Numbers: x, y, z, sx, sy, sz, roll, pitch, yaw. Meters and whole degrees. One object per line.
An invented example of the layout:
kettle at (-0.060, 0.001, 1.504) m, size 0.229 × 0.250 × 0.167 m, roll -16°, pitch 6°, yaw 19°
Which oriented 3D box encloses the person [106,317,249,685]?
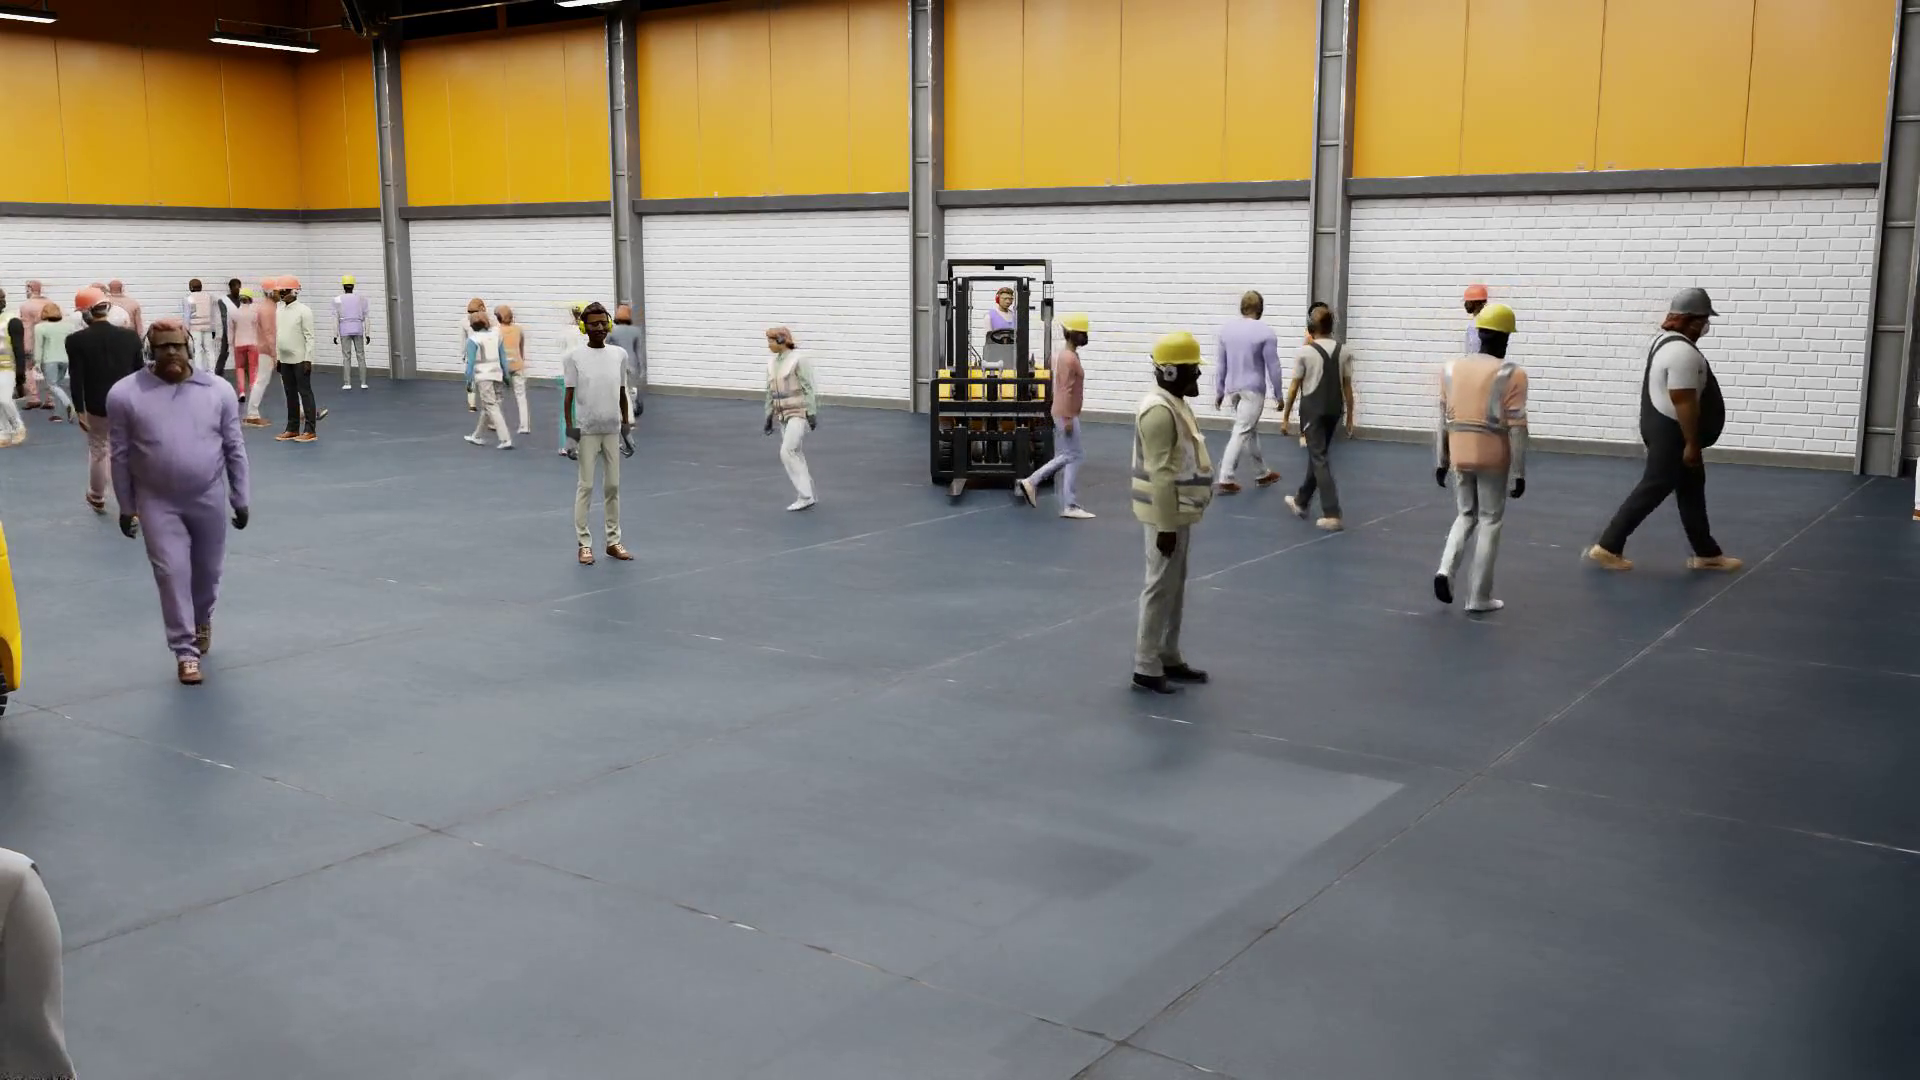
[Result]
person at (-4.107, -0.235, 8.768) m, size 0.648 × 1.879 × 0.869 m, roll -6°, pitch 11°, yaw -33°

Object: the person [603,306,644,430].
person at (-4.359, -2.226, 21.485) m, size 0.513 × 1.578 × 0.885 m, roll -6°, pitch 11°, yaw -33°

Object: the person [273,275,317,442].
person at (-7.982, -2.171, 19.927) m, size 0.612 × 1.995 × 0.382 m, roll 5°, pitch 11°, yaw 28°

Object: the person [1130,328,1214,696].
person at (1.067, -0.144, 8.350) m, size 0.404 × 1.832 × 0.598 m, roll 2°, pitch 10°, yaw 14°

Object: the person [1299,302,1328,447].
person at (4.110, -1.921, 19.355) m, size 0.321 × 1.690 × 0.532 m, roll 2°, pitch 10°, yaw 10°

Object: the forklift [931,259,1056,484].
forklift at (0.370, -1.738, 16.759) m, size 1.214 × 2.155 × 2.313 m, roll 1°, pitch 10°, yaw 3°

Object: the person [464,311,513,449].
person at (-5.468, -1.840, 19.178) m, size 0.875 × 1.577 × 0.550 m, roll 6°, pitch 11°, yaw 30°

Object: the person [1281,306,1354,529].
person at (2.929, -1.013, 13.653) m, size 0.529 × 1.787 × 1.012 m, roll -3°, pitch 10°, yaw -19°

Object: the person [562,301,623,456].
person at (-4.161, -1.807, 18.601) m, size 0.582 × 1.707 × 0.820 m, roll 9°, pitch 13°, yaw 42°

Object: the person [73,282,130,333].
person at (-10.348, -2.155, 20.097) m, size 0.645 × 1.907 × 0.400 m, roll -9°, pitch 13°, yaw -43°

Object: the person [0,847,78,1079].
person at (-1.212, 0.942, 1.729) m, size 0.575 × 1.881 × 0.356 m, roll -4°, pitch 10°, yaw -20°

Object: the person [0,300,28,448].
person at (-11.106, -1.961, 19.189) m, size 0.648 × 1.820 × 0.460 m, roll 2°, pitch 10°, yaw 11°

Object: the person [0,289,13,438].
person at (-11.701, -2.149, 20.259) m, size 0.429 × 1.840 × 0.633 m, roll 0°, pitch 10°, yaw -1°

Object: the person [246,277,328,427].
person at (-8.857, -2.436, 21.648) m, size 1.038 × 1.938 × 0.651 m, roll -1°, pitch 10°, yaw -7°

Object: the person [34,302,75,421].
person at (-12.089, -2.377, 22.283) m, size 0.709 × 1.608 × 0.504 m, roll 6°, pitch 11°, yaw 32°

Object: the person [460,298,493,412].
person at (-6.906, -2.649, 23.851) m, size 0.504 × 1.631 × 0.280 m, roll 1°, pitch 10°, yaw 4°

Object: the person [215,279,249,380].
person at (-12.458, -3.540, 28.510) m, size 1.048 × 1.865 × 0.576 m, roll 6°, pitch 11°, yaw 30°

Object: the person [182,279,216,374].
person at (-13.704, -3.776, 29.946) m, size 0.429 × 1.842 × 0.630 m, roll 6°, pitch 12°, yaw 34°

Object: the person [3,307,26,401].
person at (-14.807, -3.047, 25.398) m, size 0.623 × 1.912 × 0.992 m, roll 5°, pitch 11°, yaw 27°

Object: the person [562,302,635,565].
person at (-2.583, -0.764, 11.925) m, size 0.531 × 1.871 × 0.322 m, roll -7°, pitch 12°, yaw -35°

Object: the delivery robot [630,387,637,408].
delivery robot at (-4.814, -2.013, 22.990) m, size 0.707 × 0.478 × 0.477 m, roll 6°, pitch 11°, yaw 31°

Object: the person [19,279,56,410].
person at (-13.423, -2.822, 24.126) m, size 0.558 × 1.891 × 0.660 m, roll 3°, pitch 10°, yaw 15°

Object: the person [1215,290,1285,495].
person at (2.722, -1.379, 15.543) m, size 1.012 × 1.884 × 0.651 m, roll -8°, pitch 12°, yaw -39°

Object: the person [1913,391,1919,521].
person at (8.167, -1.090, 13.817) m, size 0.355 × 1.885 × 0.575 m, roll 8°, pitch 12°, yaw 38°

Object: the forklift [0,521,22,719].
forklift at (-5.296, -0.090, 6.943) m, size 1.214 × 2.155 × 2.313 m, roll 7°, pitch 12°, yaw 35°

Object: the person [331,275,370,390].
person at (-10.249, -3.491, 27.999) m, size 0.595 × 1.923 × 0.380 m, roll -5°, pitch 11°, yaw -27°

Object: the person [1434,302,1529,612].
person at (3.187, -0.492, 10.178) m, size 0.460 × 1.908 × 0.604 m, roll -8°, pitch 13°, yaw -40°

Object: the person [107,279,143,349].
person at (-13.123, -3.135, 26.006) m, size 0.646 × 1.885 × 0.681 m, roll -6°, pitch 11°, yaw -30°

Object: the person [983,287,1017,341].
person at (0.510, -2.206, 20.604) m, size 0.390 × 1.838 × 0.563 m, roll 9°, pitch 13°, yaw 43°

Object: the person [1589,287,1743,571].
person at (4.913, -0.781, 11.513) m, size 1.021 × 2.000 × 0.695 m, roll 2°, pitch 10°, yaw 14°

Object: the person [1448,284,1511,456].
person at (5.729, -1.826, 18.126) m, size 0.748 × 1.915 × 0.550 m, roll 6°, pitch 11°, yaw 32°

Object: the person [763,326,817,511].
person at (-1.449, -1.028, 14.316) m, size 0.425 × 1.600 × 0.590 m, roll -7°, pitch 12°, yaw -35°

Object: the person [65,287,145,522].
person at (-7.143, -1.142, 13.963) m, size 0.635 × 1.924 × 1.056 m, roll -7°, pitch 12°, yaw -37°

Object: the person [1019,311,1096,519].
person at (0.835, -1.042, 13.953) m, size 0.567 × 1.747 × 0.535 m, roll 1°, pitch 10°, yaw 3°

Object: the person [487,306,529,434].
person at (-5.710, -2.137, 20.921) m, size 0.515 × 1.595 × 0.855 m, roll -8°, pitch 13°, yaw -40°

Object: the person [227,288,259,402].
person at (-10.783, -2.937, 25.189) m, size 0.559 × 1.750 × 0.410 m, roll -3°, pitch 10°, yaw -15°
